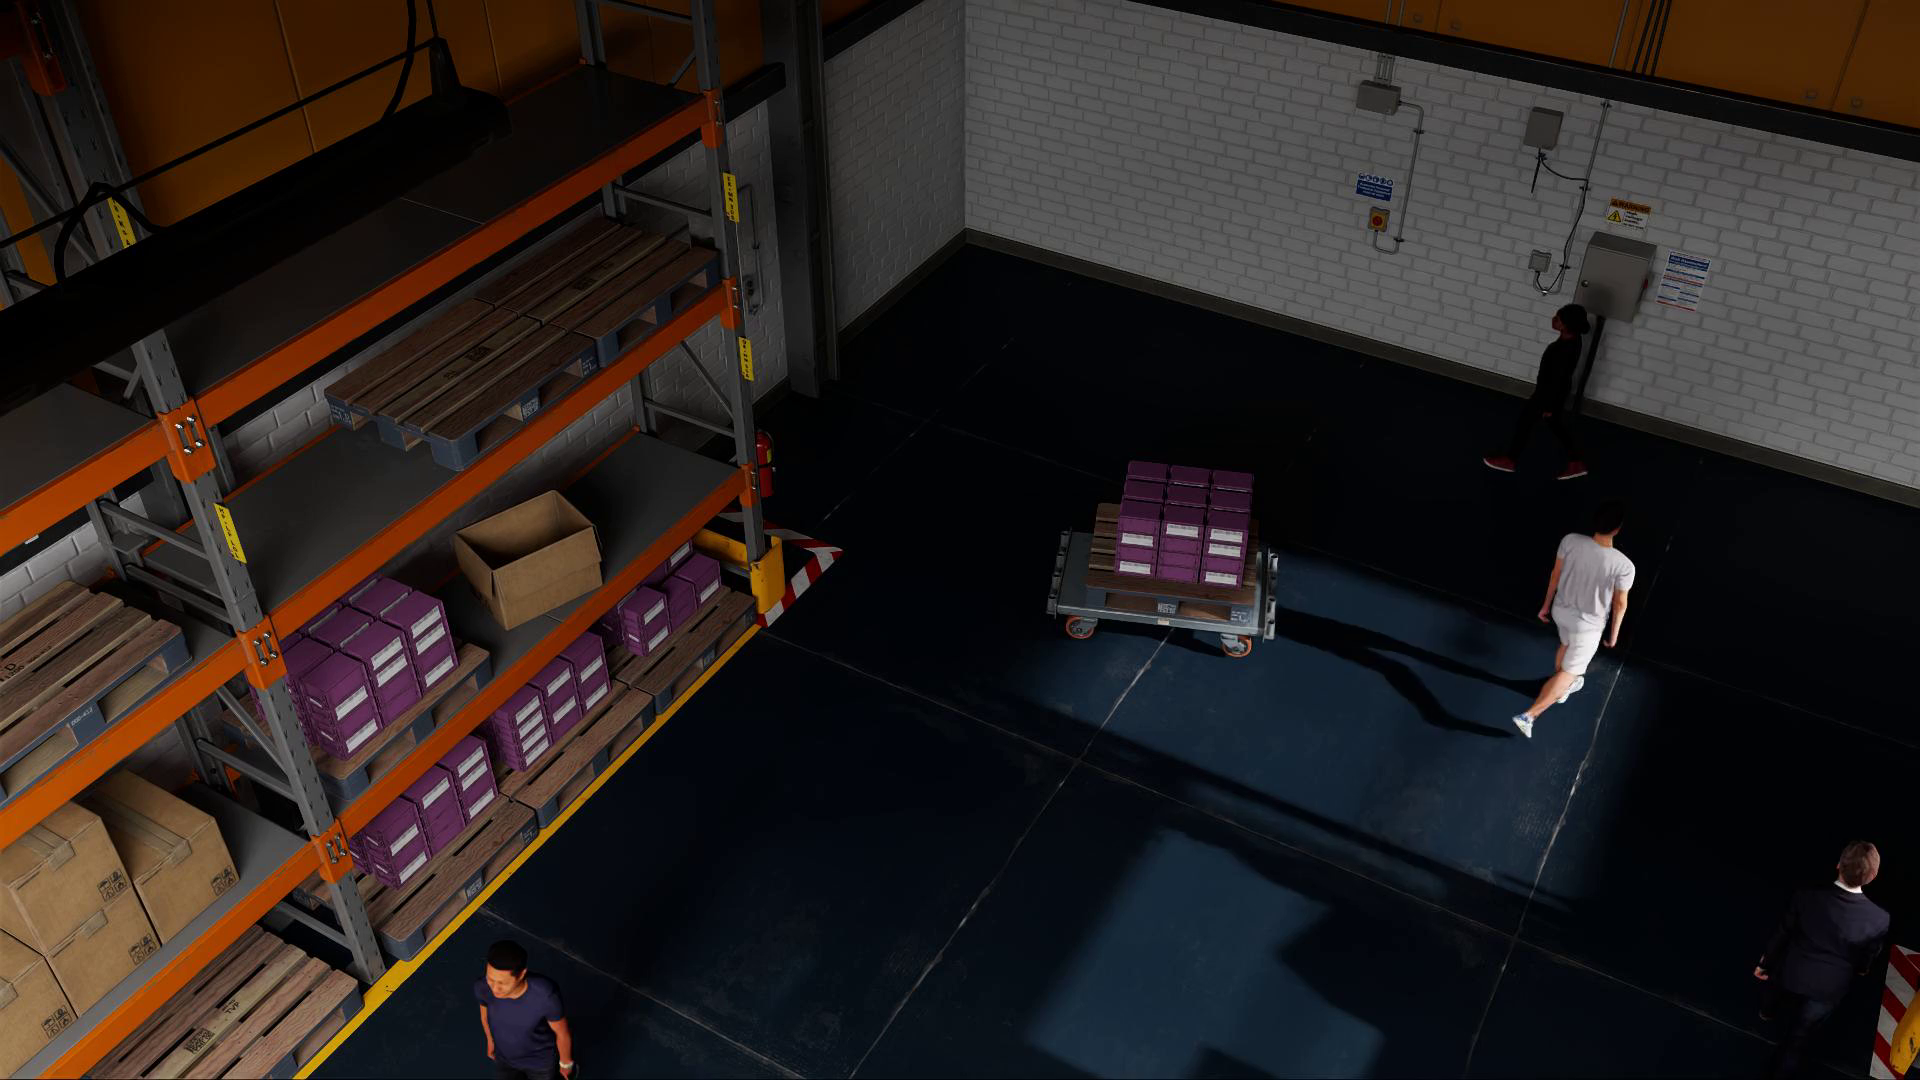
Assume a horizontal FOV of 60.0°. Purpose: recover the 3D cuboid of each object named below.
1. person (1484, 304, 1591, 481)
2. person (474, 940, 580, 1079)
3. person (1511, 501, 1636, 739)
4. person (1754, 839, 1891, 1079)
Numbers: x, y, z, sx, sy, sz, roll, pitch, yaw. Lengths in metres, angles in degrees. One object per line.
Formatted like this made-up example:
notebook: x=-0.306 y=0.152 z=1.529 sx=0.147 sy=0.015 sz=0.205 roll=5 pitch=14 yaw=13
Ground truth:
person: x=4.837 y=-1.168 z=13.404 sx=0.743 sy=1.646 sz=1.009 roll=25 pitch=45 yaw=28
person: x=-2.186 y=2.577 z=8.609 sx=0.762 sy=1.778 sz=0.878 roll=11 pitch=40 yaw=13
person: x=4.078 y=0.552 z=11.107 sx=1.265 sy=1.825 sz=0.951 roll=-27 pitch=46 yaw=-29
person: x=4.555 y=2.349 z=8.901 sx=0.714 sy=1.769 sz=1.152 roll=23 pitch=44 yaw=26
